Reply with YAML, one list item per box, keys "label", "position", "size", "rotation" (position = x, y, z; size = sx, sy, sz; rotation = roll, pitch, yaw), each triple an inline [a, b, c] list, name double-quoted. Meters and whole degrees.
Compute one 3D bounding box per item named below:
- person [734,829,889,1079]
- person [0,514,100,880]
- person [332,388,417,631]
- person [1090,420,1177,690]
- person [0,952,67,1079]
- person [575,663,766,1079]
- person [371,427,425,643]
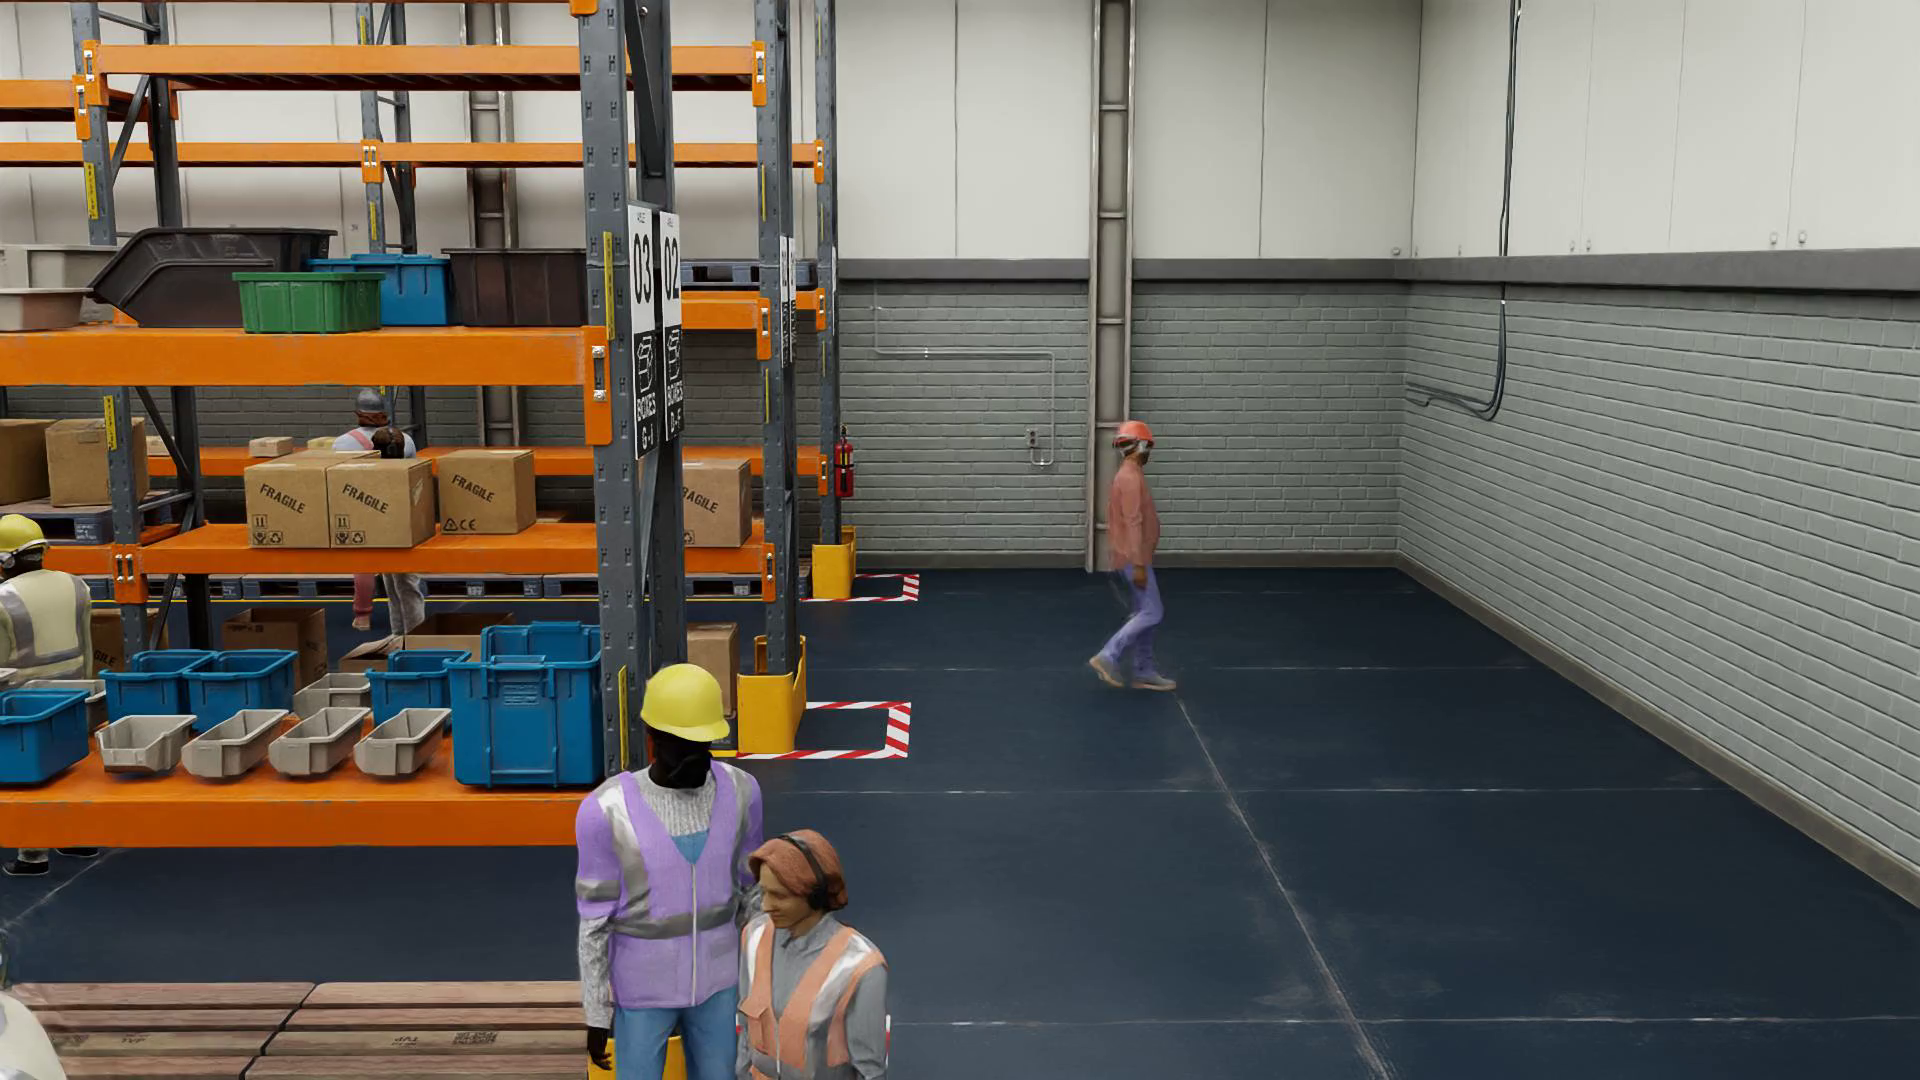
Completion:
- label: "person"
  position: [-0.377, 1.530, 4.298]
  size: [0.528, 1.630, 0.320]
  rotation: [8, 12, 40]
- label: "person"
  position: [-4.626, 0.777, 8.340]
  size: [0.403, 1.824, 0.598]
  rotation: [4, 10, 23]
- label: "person"
  position: [-4.938, -0.265, 14.051]
  size: [0.689, 2.000, 0.539]
  rotation: [-5, 10, -27]
- label: "person"
  position: [1.276, 0.130, 11.874]
  size: [0.537, 1.955, 0.648]
  rotation: [1, 9, 6]
- label: "person"
  position: [-2.037, 1.585, 3.571]
  size: [0.920, 1.759, 0.643]
  rotation: [-6, 11, -35]
- label: "person"
  position: [-0.820, 1.293, 4.890]
  size: [0.597, 1.917, 0.398]
  rotation: [-6, 11, -32]
- label: "person"
  position: [-4.301, 0.059, 12.669]
  size: [0.430, 1.845, 0.622]
  rotation: [-7, 11, -36]
